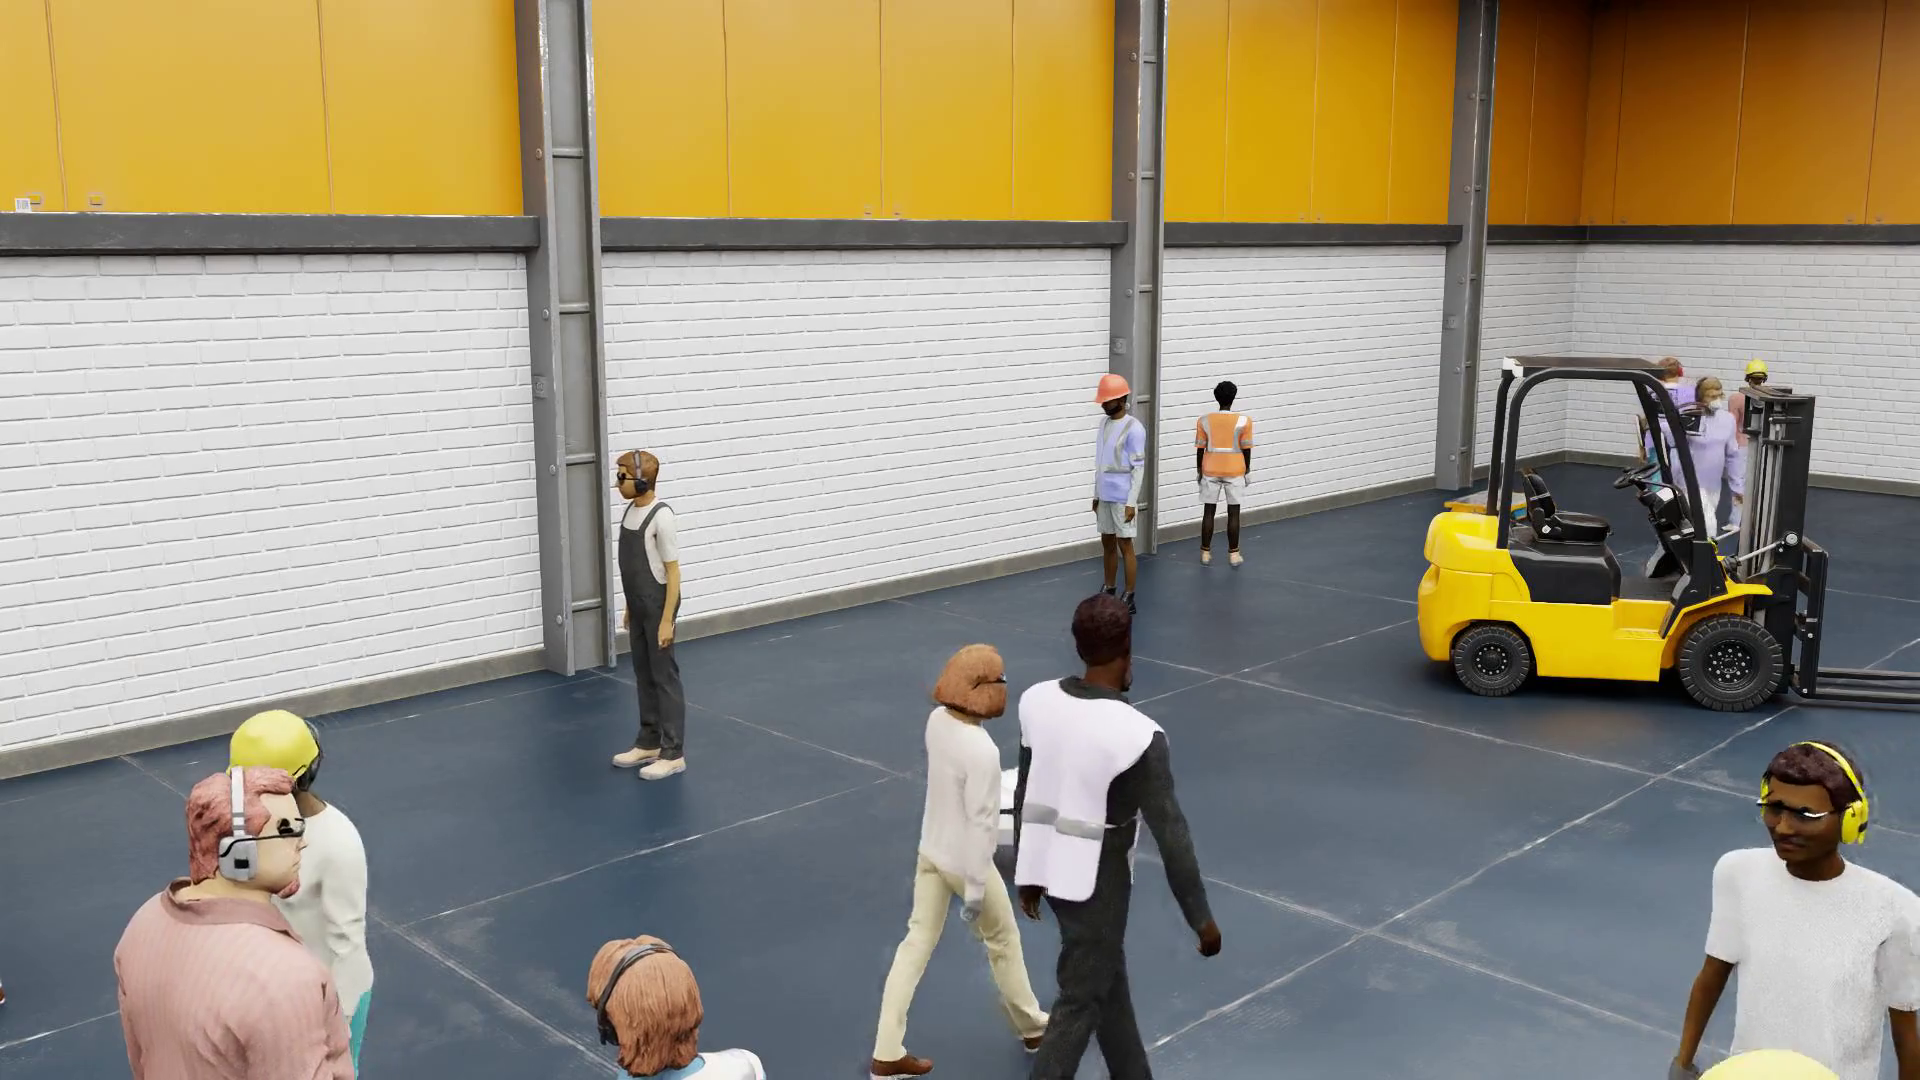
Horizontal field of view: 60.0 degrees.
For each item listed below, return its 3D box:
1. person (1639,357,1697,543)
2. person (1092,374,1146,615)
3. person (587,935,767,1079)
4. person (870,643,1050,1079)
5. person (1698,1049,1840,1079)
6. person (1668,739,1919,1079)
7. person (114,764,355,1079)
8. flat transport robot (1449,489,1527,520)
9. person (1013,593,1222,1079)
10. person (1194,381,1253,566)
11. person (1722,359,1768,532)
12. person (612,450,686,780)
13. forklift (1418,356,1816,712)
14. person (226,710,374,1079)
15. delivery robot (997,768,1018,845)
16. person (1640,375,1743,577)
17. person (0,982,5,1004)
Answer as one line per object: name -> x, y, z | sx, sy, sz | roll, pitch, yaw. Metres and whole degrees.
person -> 7.024, -0.892, 16.436 | 0.597, 1.804, 0.843 | 7, 12, 32
person -> 1.216, -0.351, 13.166 | 0.374, 1.928, 0.543 | -6, 12, -30
person -> -0.597, 1.590, 3.362 | 0.512, 1.642, 0.312 | -9, 14, -40
person -> 0.037, 1.148, 5.956 | 0.856, 1.568, 0.500 | -6, 12, -30
person -> 1.019, 1.640, 2.380 | 0.787, 1.904, 0.596 | -2, 11, -9
person -> 1.917, 1.382, 3.955 | 0.776, 1.834, 0.542 | -7, 12, -33
person -> -1.506, 1.413, 3.614 | 0.644, 1.904, 0.399 | 8, 13, 37
flat transport robot -> 5.689, -0.345, 17.652 | 0.652, 0.197, 1.431 | 9, 13, 40
person -> 0.415, 1.122, 5.284 | 0.806, 1.878, 0.676 | -6, 12, -30
person -> 2.408, -0.608, 15.216 | 0.535, 1.693, 0.317 | 4, 11, 21
person -> 7.994, -0.939, 16.818 | 0.522, 1.769, 0.311 | 1, 10, 5
person -> -1.731, 0.409, 9.259 | 0.346, 1.842, 0.505 | -8, 13, -37
forklift -> 4.276, -0.101, 11.076 | 2.313, 2.155, 1.214 | 2, 11, 13
person -> -1.885, 1.288, 4.739 | 0.577, 1.735, 0.424 | 6, 12, 30
delivery robot -> 0.330, 1.258, 7.882 | 0.707, 0.478, 0.477 | 0, 10, -1
person -> 6.005, -0.420, 13.655 | 0.636, 1.902, 1.003 | -5, 12, -27
person -> -3.899, 1.071, 6.270 | 0.311, 1.620, 0.493 | -2, 11, -11
